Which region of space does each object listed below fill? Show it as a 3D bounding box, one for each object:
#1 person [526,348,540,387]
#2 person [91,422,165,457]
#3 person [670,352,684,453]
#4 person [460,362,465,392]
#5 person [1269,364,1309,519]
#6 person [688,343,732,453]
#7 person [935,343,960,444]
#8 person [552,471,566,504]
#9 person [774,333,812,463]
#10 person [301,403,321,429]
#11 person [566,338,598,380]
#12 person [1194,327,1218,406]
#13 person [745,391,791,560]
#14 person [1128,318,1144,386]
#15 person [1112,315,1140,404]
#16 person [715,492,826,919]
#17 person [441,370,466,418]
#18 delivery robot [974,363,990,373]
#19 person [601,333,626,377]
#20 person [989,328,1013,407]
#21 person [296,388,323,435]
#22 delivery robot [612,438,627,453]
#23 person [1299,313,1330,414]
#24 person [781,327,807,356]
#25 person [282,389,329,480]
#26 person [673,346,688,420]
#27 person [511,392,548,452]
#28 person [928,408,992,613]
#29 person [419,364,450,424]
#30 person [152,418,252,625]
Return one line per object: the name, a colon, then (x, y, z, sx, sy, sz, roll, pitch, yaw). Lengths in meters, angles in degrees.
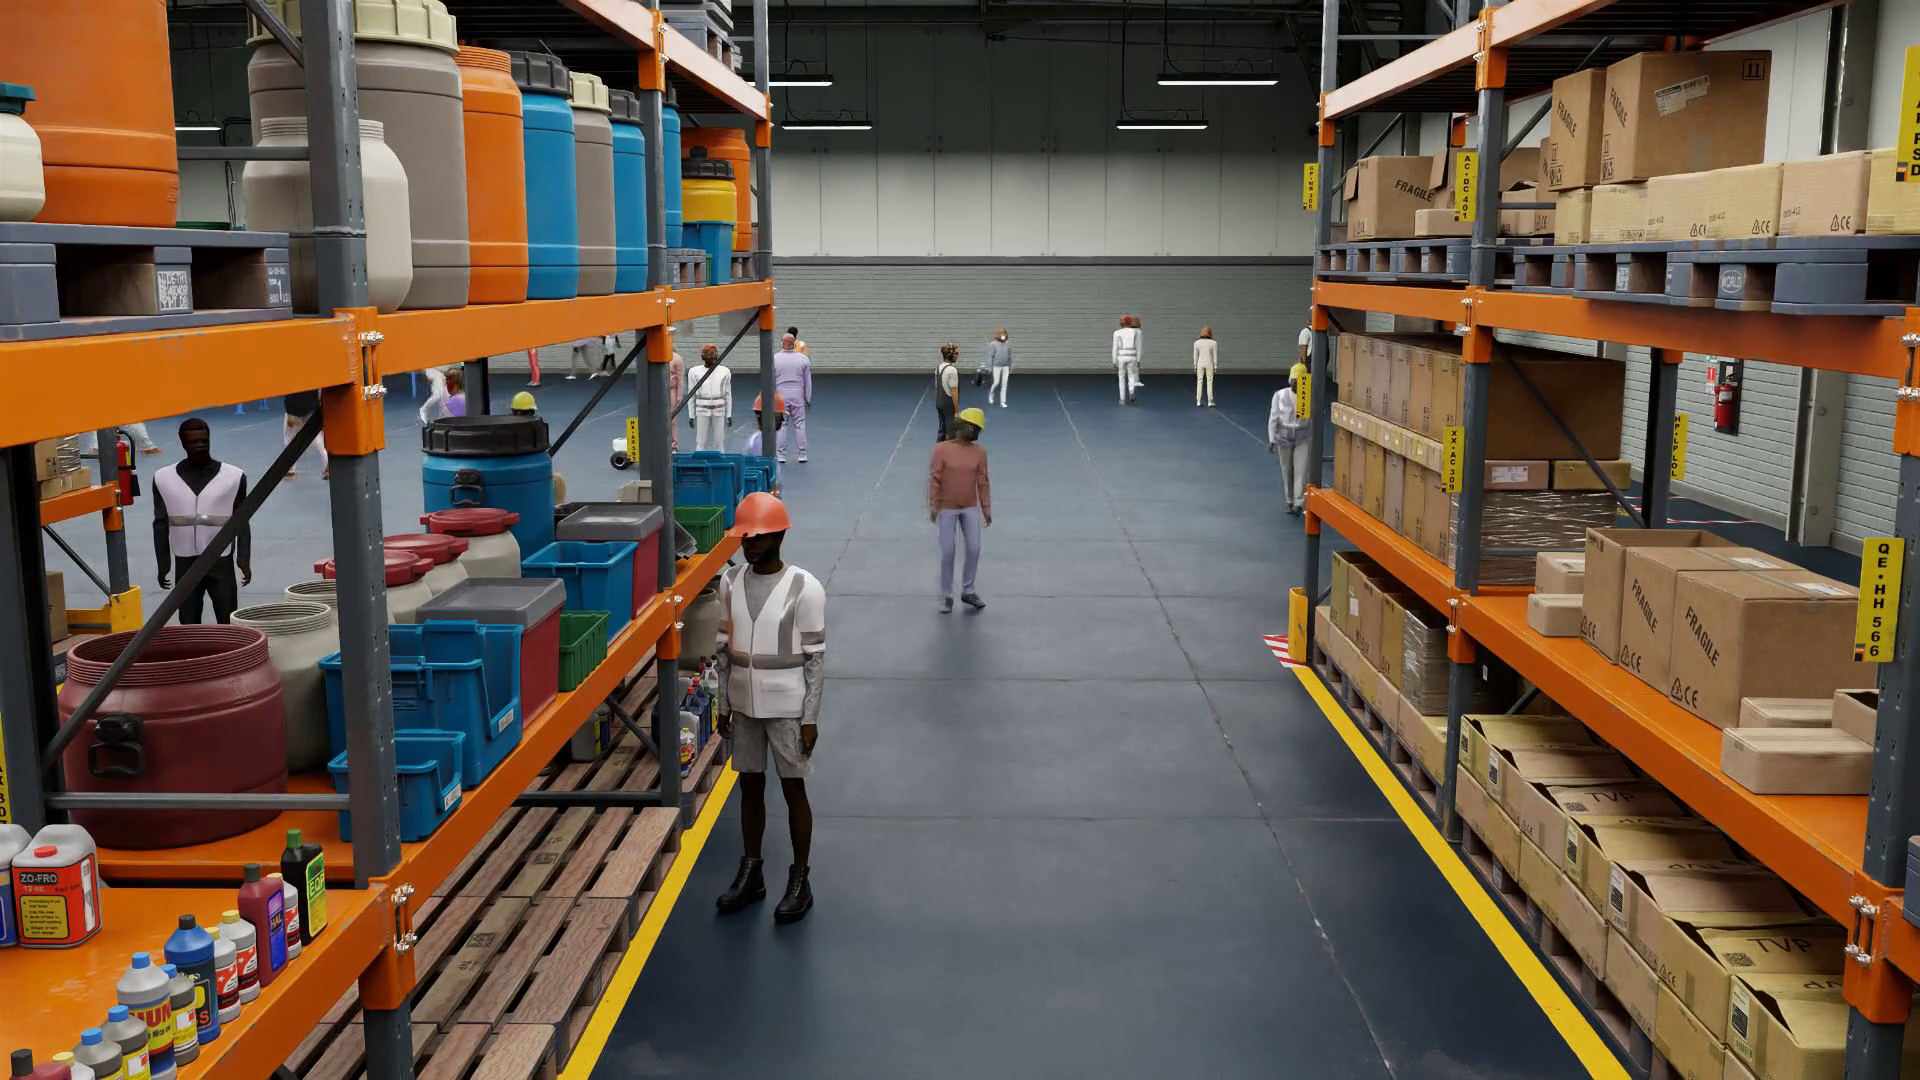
person: (-10.264, -4.561, 39.785, 0.323, 1.767, 0.533, -5, 11, -29)
person: (-12.698, -2.181, 25.174, 0.641, 1.891, 1.047, 8, 13, 41)
person: (-4.457, -2.135, 24.845, 0.652, 1.904, 0.402, 1, 10, 7)
person: (-11.407, -4.261, 38.191, 0.318, 1.700, 0.534, -1, 10, -7)
person: (3.896, -1.158, 19.362, 0.585, 1.780, 0.947, 3, 10, 17)
person: (-3.315, -1.665, 22.082, 0.584, 1.883, 0.346, -3, 10, -16)
person: (-0.152, -1.792, 22.962, 0.342, 1.846, 0.508, -6, 11, -31)
person: (-2.977, 0.105, 11.486, 0.560, 1.892, 0.985, 1, 10, 6)
person: (-2.522, -2.096, 24.601, 0.652, 1.906, 0.402, -2, 10, -10)
person: (-10.607, -2.545, 27.262, 0.604, 1.924, 0.870, 9, 13, 44)
person: (-9.616, -5.009, 42.140, 0.734, 1.930, 0.617, 4, 10, 24)
person: (5.058, -3.569, 34.240, 0.499, 1.633, 0.285, 3, 10, 19)
person: (-1.544, -0.241, 13.427, 0.390, 1.925, 0.579, -1, 10, -7)
person: (4.211, -4.517, 39.909, 0.284, 1.636, 0.497, -8, 12, -40)
person: (3.472, -3.766, 34.723, 0.598, 1.865, 0.461, -1, 10, -7)
person: (-0.872, 0.742, 7.506, 0.545, 1.938, 0.361, 4, 10, 23)
person: (-5.364, -0.957, 18.118, 0.972, 1.801, 0.554, 6, 11, 31)
delivery robot: (0.558, -4.139, 39.948, 0.335, 0.223, 0.698, 4, 10, 22)
person: (-8.965, -5.036, 42.942, 0.819, 1.654, 0.549, 2, 10, 9)
person: (0.826, -3.545, 34.129, 0.503, 1.624, 0.434, -4, 10, -21)
person: (-10.123, -2.283, 25.834, 0.652, 1.875, 0.927, 4, 10, 24)
delivery robot: (-4.642, -1.350, 24.021, 0.707, 0.478, 0.477, 0, 10, -1)
person: (6.936, -3.438, 32.365, 0.674, 2.000, 0.537, -7, 12, -36)
person: (-3.348, -3.442, 33.389, 0.544, 1.644, 0.889, -2, 10, -10)
person: (-8.906, -1.786, 22.605, 0.970, 1.959, 0.632, 5, 11, 26)
person: (-4.607, -2.294, 26.619, 0.540, 1.614, 0.674, -4, 10, -21)
person: (-4.220, -0.569, 15.985, 0.805, 1.737, 0.528, 8, 12, 40)
person: (-0.019, -0.252, 14.146, 0.563, 1.734, 0.341, -4, 10, -22)
person: (-9.432, -2.989, 29.986, 0.572, 1.892, 0.653, 3, 10, 16)
person: (-5.091, 0.135, 11.201, 0.597, 1.918, 0.379, -3, 10, -16)
